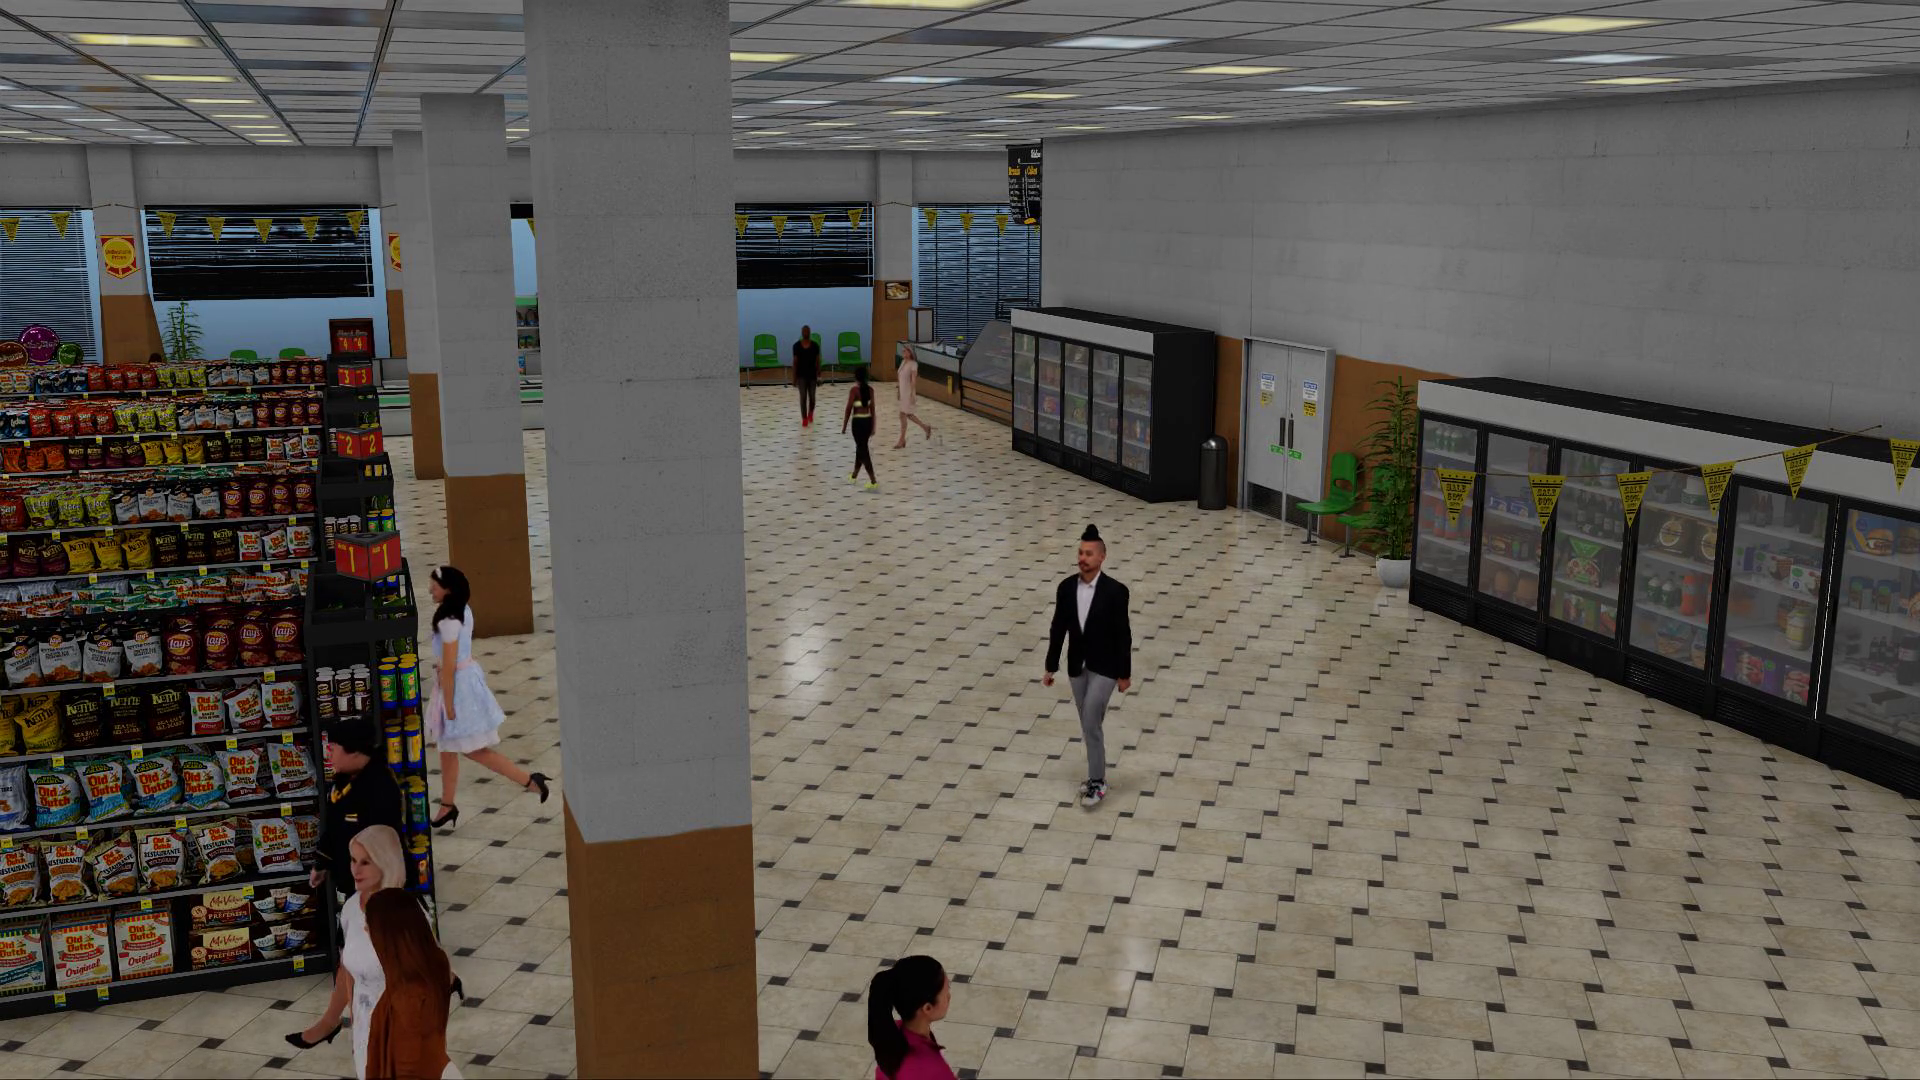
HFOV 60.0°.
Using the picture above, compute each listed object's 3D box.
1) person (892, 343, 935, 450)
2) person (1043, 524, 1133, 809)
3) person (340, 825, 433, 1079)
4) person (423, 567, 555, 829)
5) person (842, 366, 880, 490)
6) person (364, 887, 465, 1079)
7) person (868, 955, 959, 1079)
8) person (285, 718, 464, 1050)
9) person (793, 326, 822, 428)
[{"bbox_3d":[-0.784,-2.344,27.163,1.011,1.719,0.671,-6,13,-27],"label":"person"},{"bbox_3d":[0.972,0.838,11.537,0.912,1.930,0.969,9,15,38],"label":"person"},{"bbox_3d":[-2.248,1.953,6.722,0.956,1.734,0.977,4,13,19],"label":"person"},{"bbox_3d":[-3.151,1.063,10.820,1.193,1.787,0.879,0,12,-1],"label":"person"},{"bbox_3d":[-1.334,-1.527,23.316,1.128,1.705,0.854,-8,15,-35],"label":"person"},{"bbox_3d":[-1.960,2.088,6.133,0.635,1.712,0.671,-1,12,-6],"label":"person"},{"bbox_3d":[-0.228,2.213,5.614,0.665,1.681,0.629,-6,13,-27],"label":"person"},{"bbox_3d":[-2.814,1.691,8.265,1.208,1.610,0.919,-9,15,-38],"label":"person"},{"bbox_3d":[-2.749,-2.937,29.844,1.148,1.776,0.925,-1,12,-5],"label":"person"}]
